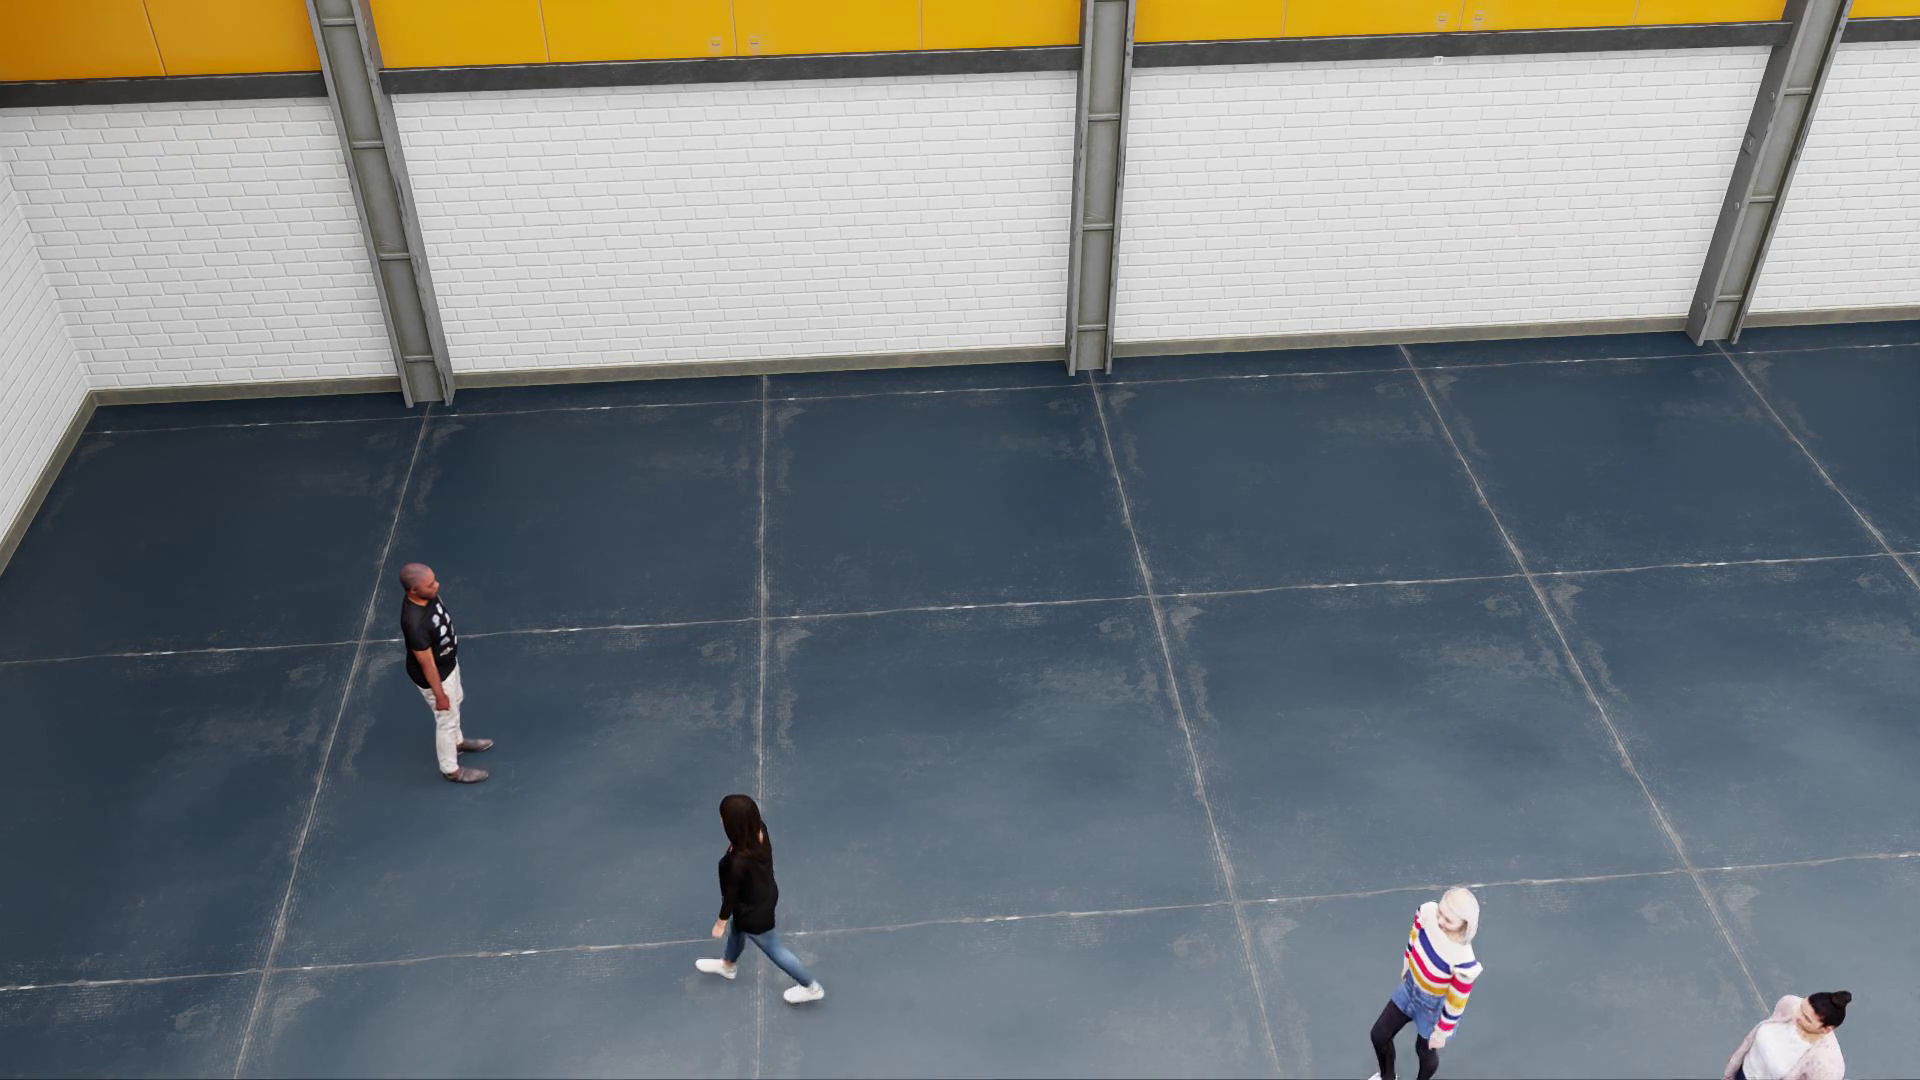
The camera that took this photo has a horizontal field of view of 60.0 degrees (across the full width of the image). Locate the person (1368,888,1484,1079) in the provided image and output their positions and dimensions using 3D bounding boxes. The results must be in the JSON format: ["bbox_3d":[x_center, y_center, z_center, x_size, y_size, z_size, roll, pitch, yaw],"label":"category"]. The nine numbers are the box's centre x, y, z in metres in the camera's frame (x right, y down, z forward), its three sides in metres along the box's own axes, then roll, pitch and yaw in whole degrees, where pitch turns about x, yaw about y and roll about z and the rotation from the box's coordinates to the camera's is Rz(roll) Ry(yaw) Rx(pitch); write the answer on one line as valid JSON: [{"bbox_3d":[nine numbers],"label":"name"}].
[{"bbox_3d":[2.589,2.446,8.937,0.795,1.794,0.765,-15,41,-18],"label":"person"}]

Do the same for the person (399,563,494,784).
[{"bbox_3d":[-3.446,0.854,10.925,0.607,1.801,0.667,-5,39,-6],"label":"person"}]

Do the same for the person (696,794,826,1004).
[{"bbox_3d":[-1.110,2.100,9.515,1.106,1.614,0.757,6,39,8],"label":"person"}]

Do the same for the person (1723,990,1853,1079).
[{"bbox_3d":[4.262,2.830,8.522,1.128,1.713,0.818,4,39,5],"label":"person"}]
